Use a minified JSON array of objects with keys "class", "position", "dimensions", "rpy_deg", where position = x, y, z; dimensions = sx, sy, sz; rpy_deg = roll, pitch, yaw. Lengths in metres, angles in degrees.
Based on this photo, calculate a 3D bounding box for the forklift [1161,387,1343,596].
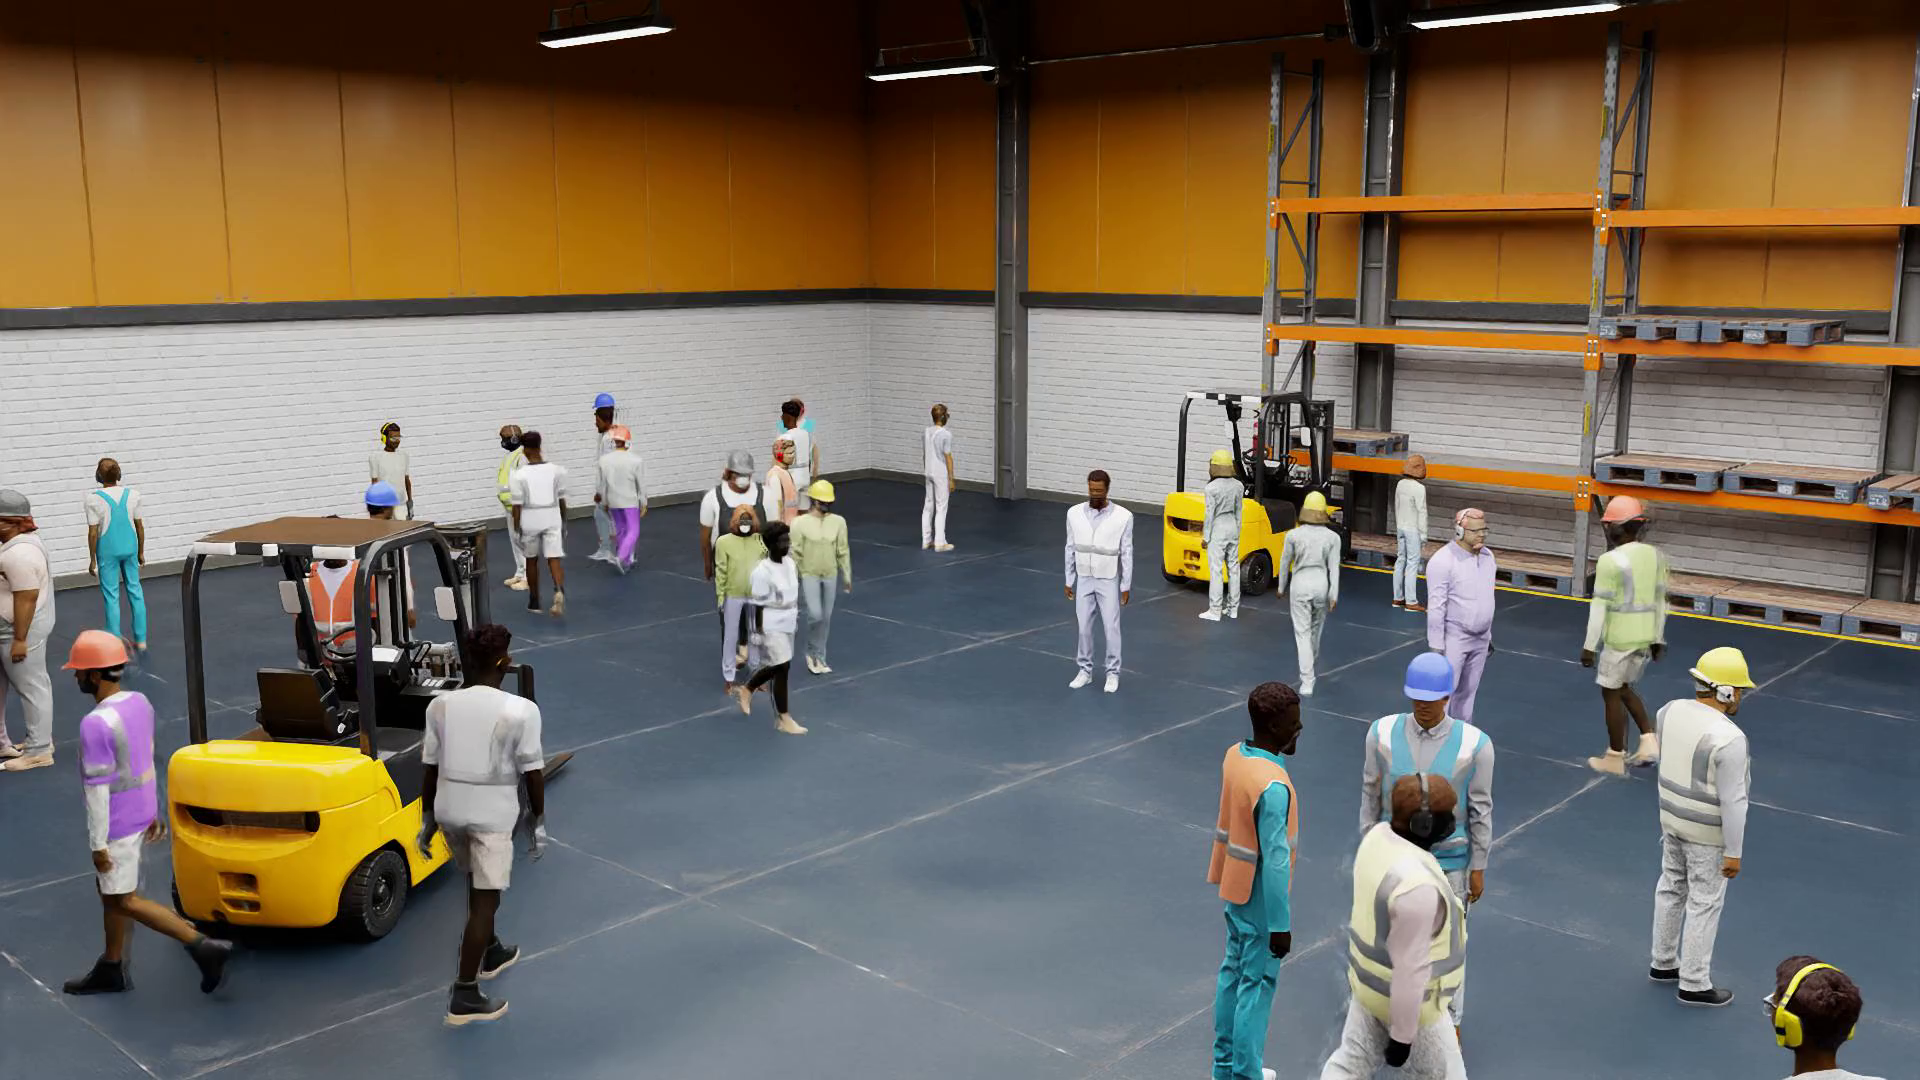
[{"class":"forklift","position":[3.298,-0.608,18.767],"dimensions":[1.214,2.155,2.313],"rpy_deg":[9,13,42]}]

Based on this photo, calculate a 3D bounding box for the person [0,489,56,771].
[{"class":"person","position":[-6.878,0.641,12.097],"dimensions":[0.539,2.000,0.688],"rpy_deg":[-5,11,-24]}]

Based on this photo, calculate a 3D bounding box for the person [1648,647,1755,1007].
[{"class":"person","position":[3.703,1.421,8.291],"dimensions":[0.403,1.819,0.601],"rpy_deg":[-2,10,-12]}]

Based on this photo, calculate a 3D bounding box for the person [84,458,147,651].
[{"class":"person","position":[-7.837,0.149,15.452],"dimensions":[0.345,1.847,0.506],"rpy_deg":[9,13,40]}]

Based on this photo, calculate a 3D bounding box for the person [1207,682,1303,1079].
[{"class":"person","position":[1.285,1.552,7.257],"dimensions":[0.372,1.916,0.597],"rpy_deg":[-1,10,-8]}]

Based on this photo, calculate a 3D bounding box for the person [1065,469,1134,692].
[{"class":"person","position":[1.185,0.337,14.202],"dimensions":[0.593,1.911,0.383],"rpy_deg":[4,11,22]}]

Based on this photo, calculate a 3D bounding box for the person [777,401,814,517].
[{"class":"person","position":[-1.986,-0.678,19.811],"dimensions":[0.367,1.967,0.603],"rpy_deg":[6,12,30]}]

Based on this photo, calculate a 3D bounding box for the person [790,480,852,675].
[{"class":"person","position":[-1.218,0.336,14.646],"dimensions":[0.544,1.747,0.465],"rpy_deg":[-6,12,-30]}]

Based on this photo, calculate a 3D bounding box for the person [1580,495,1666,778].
[{"class":"person","position":[4.727,0.691,11.869],"dimensions":[0.650,2.019,0.491],"rpy_deg":[-6,12,-31]}]

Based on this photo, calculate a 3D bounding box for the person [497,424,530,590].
[{"class":"person","position":[-4.912,-0.374,18.479],"dimensions":[0.429,1.832,0.638],"rpy_deg":[-7,12,-33]}]

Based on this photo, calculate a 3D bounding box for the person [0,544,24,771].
[{"class":"person","position":[-7.033,0.780,12.086],"dimensions":[0.308,1.769,0.524],"rpy_deg":[-1,10,-4]}]

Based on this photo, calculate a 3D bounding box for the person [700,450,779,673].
[{"class":"person","position":[-1.951,0.146,14.914],"dimensions":[0.689,2.000,1.036],"rpy_deg":[-3,10,-18]}]

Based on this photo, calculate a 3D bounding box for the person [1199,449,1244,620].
[{"class":"person","position":[2.654,-0.055,16.899],"dimensions":[0.485,1.745,0.289],"rpy_deg":[-6,12,-31]}]

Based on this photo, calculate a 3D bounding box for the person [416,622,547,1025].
[{"class":"person","position":[-2.396,1.385,8.295],"dimensions":[0.623,1.907,0.858],"rpy_deg":[3,10,15]}]

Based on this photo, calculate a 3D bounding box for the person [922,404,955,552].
[{"class":"person","position":[-0.267,-0.777,20.747],"dimensions":[0.337,1.839,0.508],"rpy_deg":[-10,14,-43]}]

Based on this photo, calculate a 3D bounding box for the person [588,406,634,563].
[{"class":"person","position":[-4.249,-0.648,19.854],"dimensions":[0.722,1.890,0.608],"rpy_deg":[-1,10,-5]}]

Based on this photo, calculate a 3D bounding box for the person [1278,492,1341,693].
[{"class":"person","position":[3.000,0.429,14.280],"dimensions":[0.489,1.697,0.904],"rpy_deg":[-1,10,-3]}]

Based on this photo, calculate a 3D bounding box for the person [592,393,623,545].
[{"class":"person","position":[-4.454,-0.904,21.191],"dimensions":[0.416,1.939,0.604],"rpy_deg":[0,10,0]}]

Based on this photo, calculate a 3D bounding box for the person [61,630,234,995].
[{"class":"person","position":[-4.103,1.379,8.287],"dimensions":[0.843,1.911,0.548],"rpy_deg":[0,10,-2]}]

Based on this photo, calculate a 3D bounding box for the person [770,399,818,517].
[{"class":"person","position":[-2.194,-0.959,21.913],"dimensions":[0.584,1.790,0.981],"rpy_deg":[4,11,21]}]

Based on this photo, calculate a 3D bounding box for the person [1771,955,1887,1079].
[{"class":"person","position":[2.300,2.052,4.585],"dimensions":[0.512,1.862,0.322],"rpy_deg":[-2,10,-11]}]

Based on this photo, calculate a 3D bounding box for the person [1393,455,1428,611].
[{"class":"person","position":[4.711,-0.077,17.340],"dimensions":[0.286,1.633,0.499],"rpy_deg":[-3,10,-17]}]

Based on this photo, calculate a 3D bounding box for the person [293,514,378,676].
[{"class":"person","position":[-4.282,0.790,11.479],"dimensions":[0.602,1.958,0.369],"rpy_deg":[-1,10,-7]}]

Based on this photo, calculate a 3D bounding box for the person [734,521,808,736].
[{"class":"person","position":[-1.498,0.670,12.996],"dimensions":[0.698,1.677,0.538],"rpy_deg":[5,11,26]}]

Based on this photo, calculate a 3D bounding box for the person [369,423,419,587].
[{"class":"person","position":[-6.265,-0.369,18.376],"dimensions":[0.334,1.858,0.510],"rpy_deg":[8,13,39]}]

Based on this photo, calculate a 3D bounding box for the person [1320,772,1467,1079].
[{"class":"person","position":[1.740,1.755,6.465],"dimensions":[0.964,1.797,0.620],"rpy_deg":[-1,10,-5]}]

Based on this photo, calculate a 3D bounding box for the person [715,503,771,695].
[{"class":"person","position":[-1.827,0.490,14.111],"dimensions":[0.498,1.633,0.279],"rpy_deg":[-4,11,-23]}]

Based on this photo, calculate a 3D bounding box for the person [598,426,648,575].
[{"class":"person","position":[-3.898,-0.456,19.232],"dimensions":[0.578,1.728,0.698],"rpy_deg":[2,10,13]}]

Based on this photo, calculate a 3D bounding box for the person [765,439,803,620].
[{"class":"person","position":[-1.818,-0.110,16.934],"dimensions":[0.390,1.842,0.565],"rpy_deg":[0,10,1]}]

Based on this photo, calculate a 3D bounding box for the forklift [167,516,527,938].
[{"class":"forklift","position":[-3.583,0.976,9.748],"dimensions":[1.214,2.155,2.313],"rpy_deg":[2,10,11]}]

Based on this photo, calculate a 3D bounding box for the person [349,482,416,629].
[{"class":"person","position":[-4.608,0.512,13.125],"dimensions":[0.736,1.943,0.478],"rpy_deg":[5,11,24]}]

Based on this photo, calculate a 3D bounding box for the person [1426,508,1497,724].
[{"class":"person","position":[3.665,0.711,12.082],"dimensions":[0.652,1.906,0.403],"rpy_deg":[-7,12,-33]}]

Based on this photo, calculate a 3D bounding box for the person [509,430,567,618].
[{"class":"person","position":[-4.268,-0.156,16.966],"dimensions":[0.598,1.930,0.863],"rpy_deg":[-5,11,-26]}]

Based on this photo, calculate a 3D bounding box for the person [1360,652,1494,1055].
[{"class":"person","position":[2.157,1.458,7.750],"dimensions":[0.604,1.938,0.426],"rpy_deg":[5,11,27]}]
